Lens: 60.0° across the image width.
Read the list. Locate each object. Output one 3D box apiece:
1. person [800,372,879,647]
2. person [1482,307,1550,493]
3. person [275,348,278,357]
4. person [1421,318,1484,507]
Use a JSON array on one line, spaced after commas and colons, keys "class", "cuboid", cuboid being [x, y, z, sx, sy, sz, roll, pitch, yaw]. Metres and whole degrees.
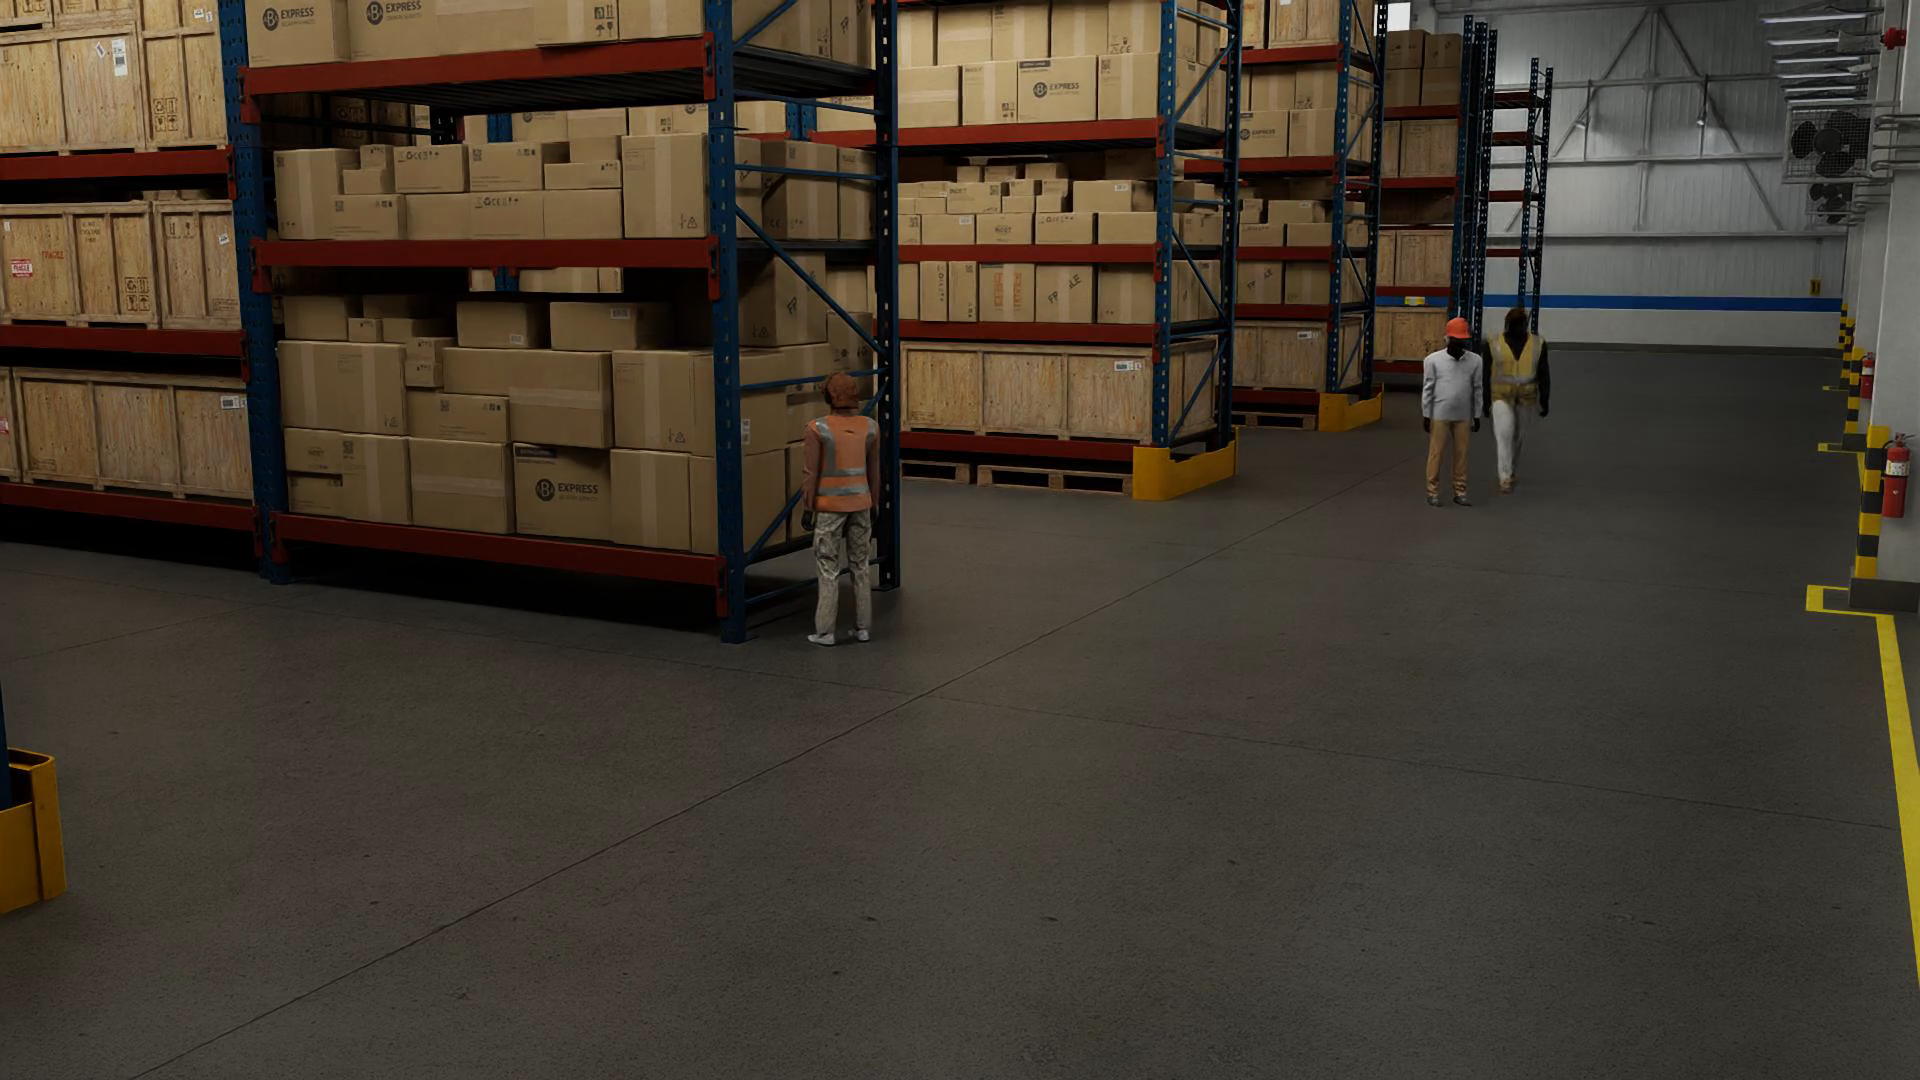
[{"class": "person", "cuboid": [-0.702, -0.178, 9.895, 0.523, 1.632, 0.314, -6, 12, -33]}, {"class": "person", "cuboid": [5.497, -1.405, 16.500, 0.630, 1.811, 0.905, 2, 10, 9]}, {"class": "person", "cuboid": [-8.017, -1.984, 19.506, 0.386, 1.930, 0.540, -3, 10, -16]}, {"class": "person", "cuboid": [4.530, -1.161, 15.284, 0.562, 1.739, 0.405, 0, 10, -1]}]
